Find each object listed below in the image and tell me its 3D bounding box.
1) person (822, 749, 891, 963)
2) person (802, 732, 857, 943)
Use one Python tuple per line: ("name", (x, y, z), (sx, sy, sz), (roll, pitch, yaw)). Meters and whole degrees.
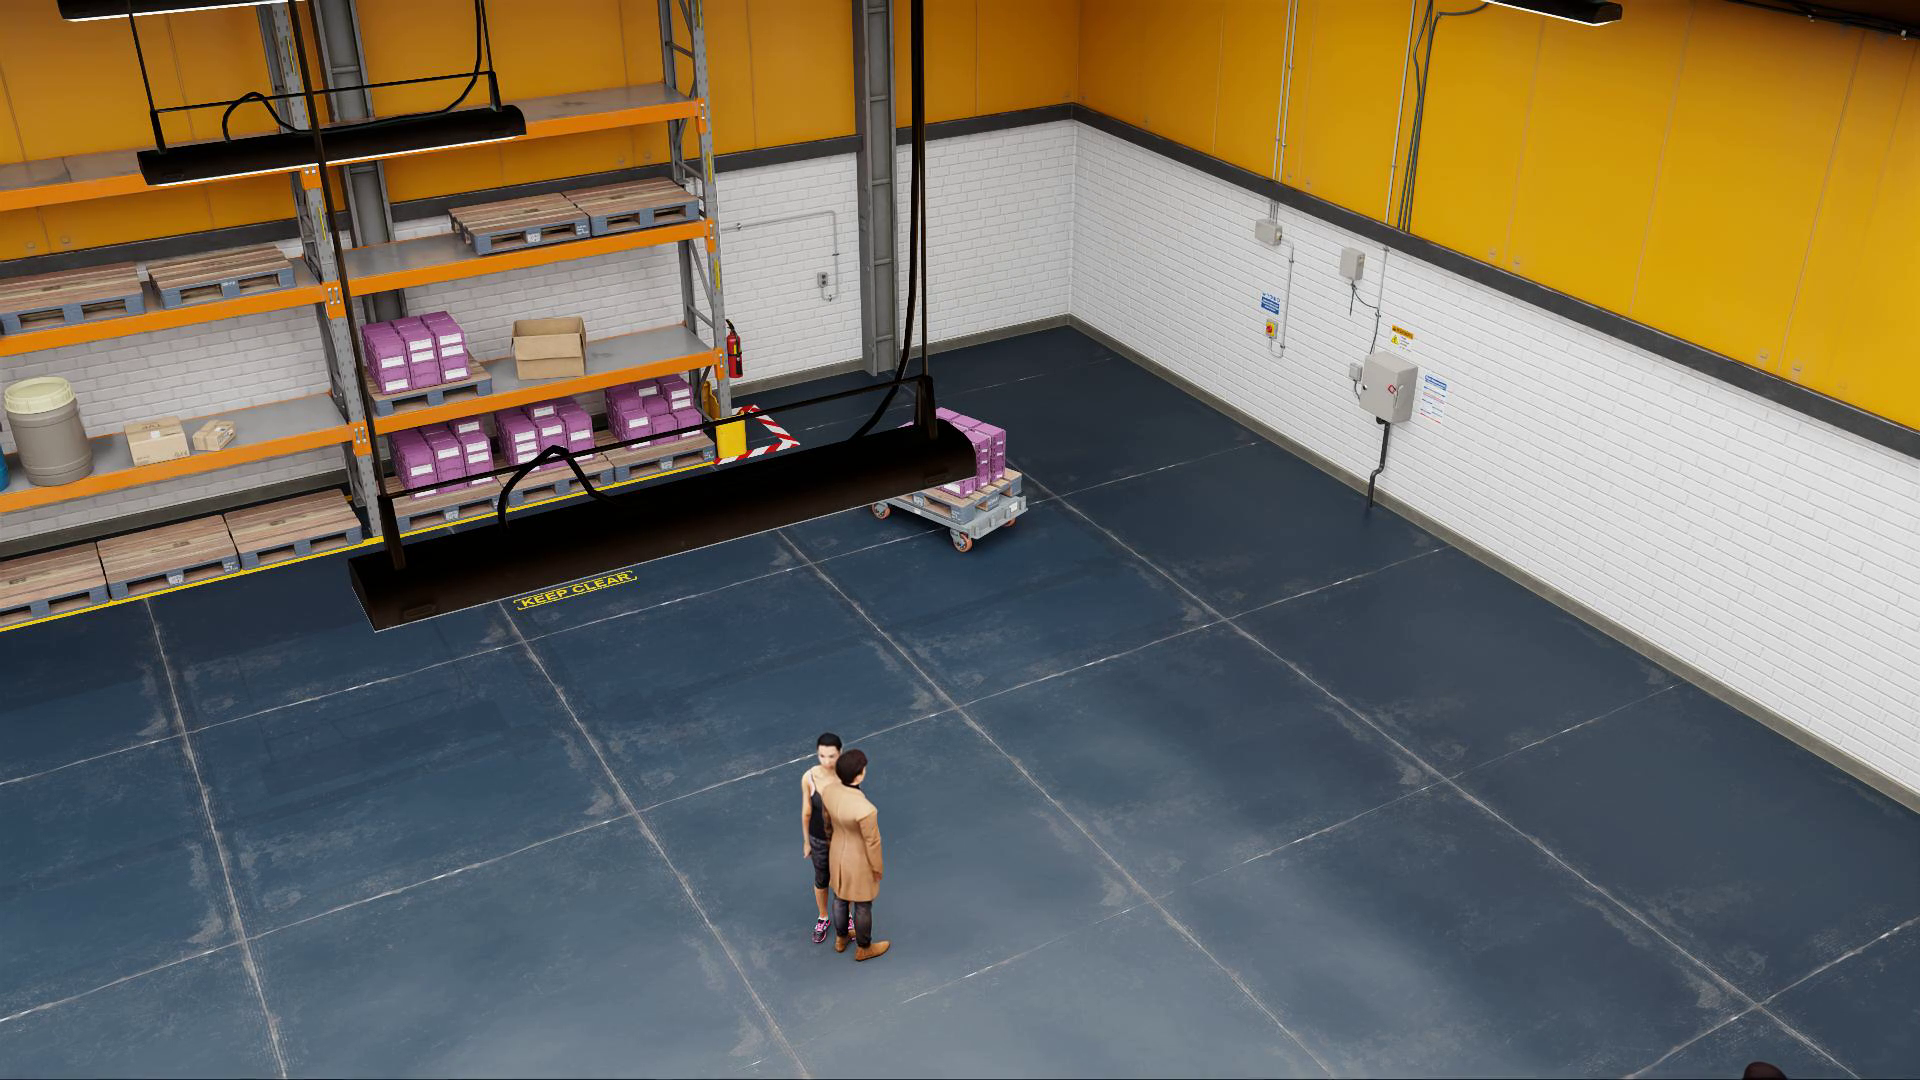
("person", (-0.755, 2.205, 11.647), (0.736, 1.726, 0.743), (21, 35, 33))
("person", (-0.907, 2.101, 11.833), (0.613, 1.730, 0.714), (-2, 29, -3))
